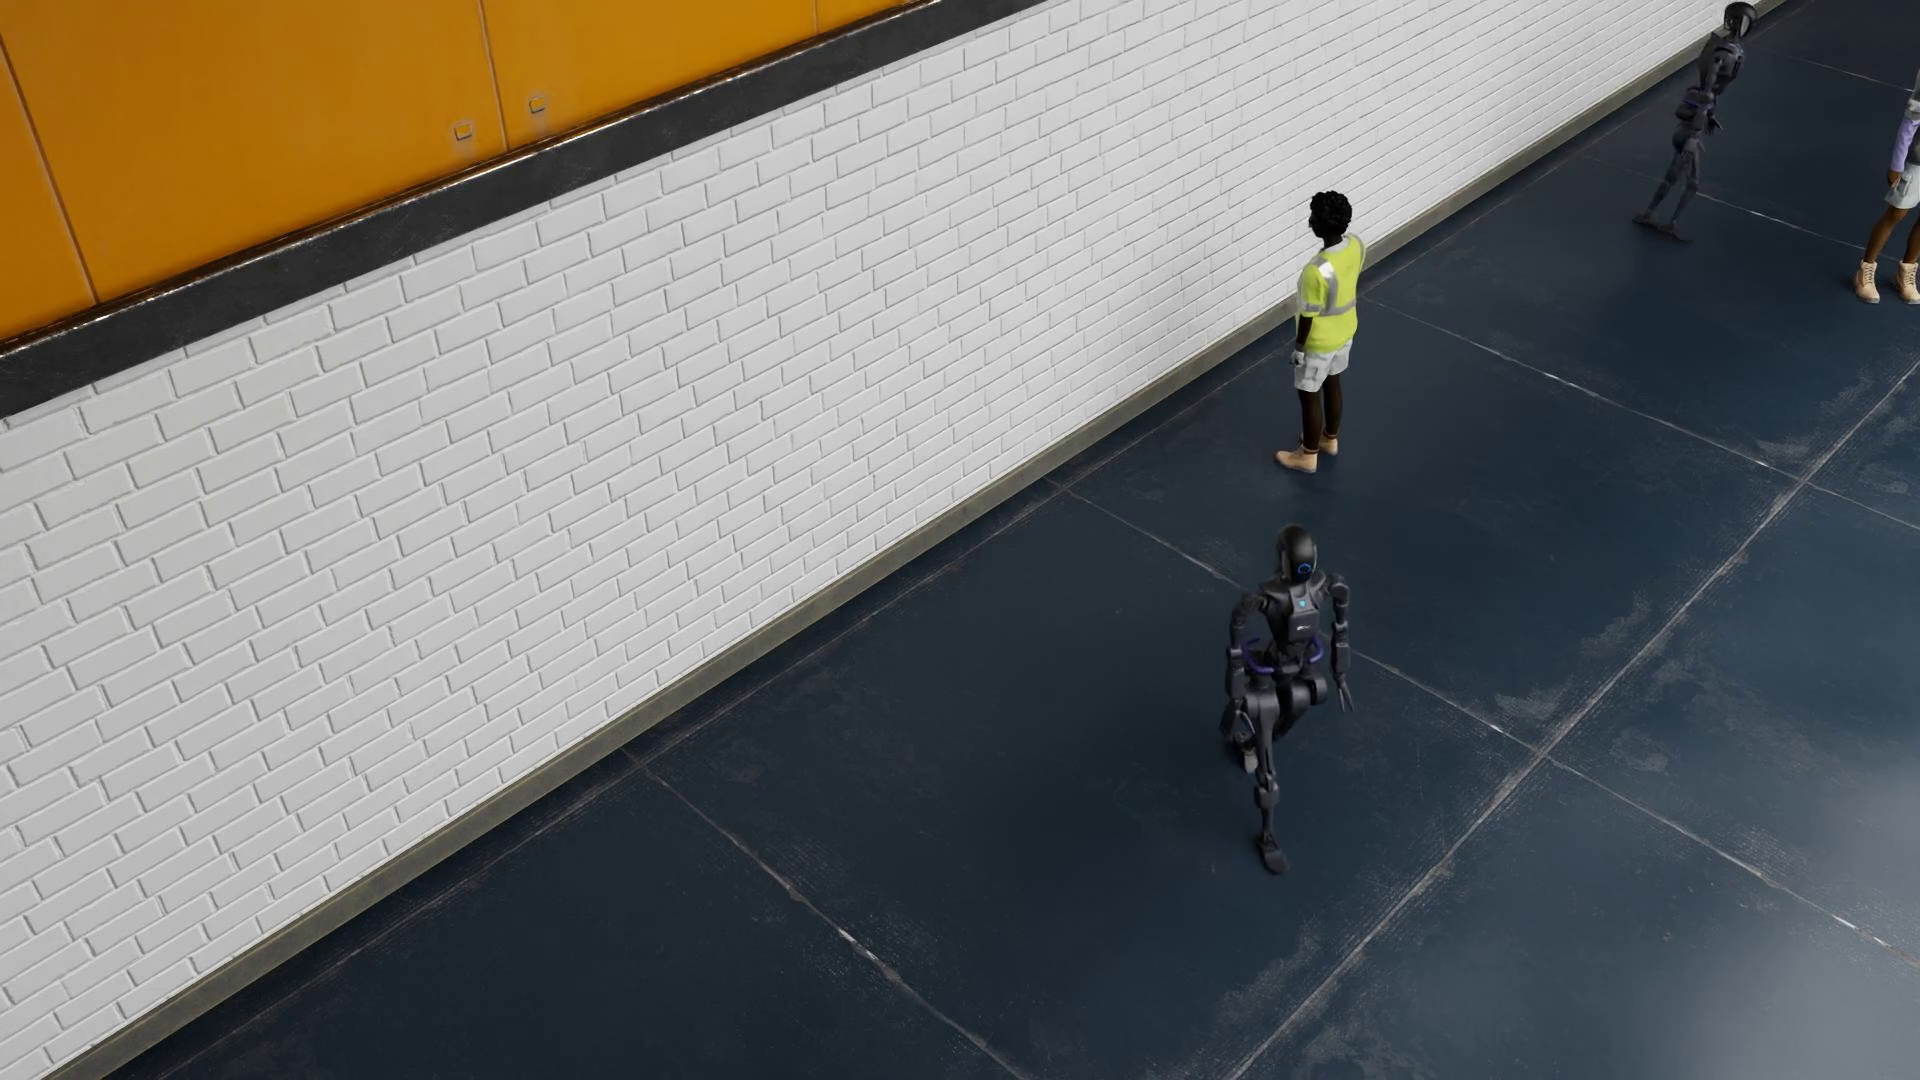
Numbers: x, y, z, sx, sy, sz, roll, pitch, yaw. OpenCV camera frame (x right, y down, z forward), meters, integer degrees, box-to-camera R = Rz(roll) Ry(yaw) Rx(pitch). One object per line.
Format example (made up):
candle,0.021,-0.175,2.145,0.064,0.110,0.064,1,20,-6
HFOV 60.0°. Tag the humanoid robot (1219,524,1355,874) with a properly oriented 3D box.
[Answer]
humanoid robot,1.392,0.596,7.103,0.597,1.636,0.806,-10,40,-13

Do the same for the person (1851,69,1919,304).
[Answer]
person,6.214,-2.425,10.546,0.598,2.035,0.405,-1,39,-2

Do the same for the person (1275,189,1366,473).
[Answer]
person,2.001,-1.142,9.216,0.332,1.686,0.531,28,47,31

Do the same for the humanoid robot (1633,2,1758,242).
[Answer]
humanoid robot,5.042,-2.869,11.386,0.438,1.645,0.584,20,43,23
